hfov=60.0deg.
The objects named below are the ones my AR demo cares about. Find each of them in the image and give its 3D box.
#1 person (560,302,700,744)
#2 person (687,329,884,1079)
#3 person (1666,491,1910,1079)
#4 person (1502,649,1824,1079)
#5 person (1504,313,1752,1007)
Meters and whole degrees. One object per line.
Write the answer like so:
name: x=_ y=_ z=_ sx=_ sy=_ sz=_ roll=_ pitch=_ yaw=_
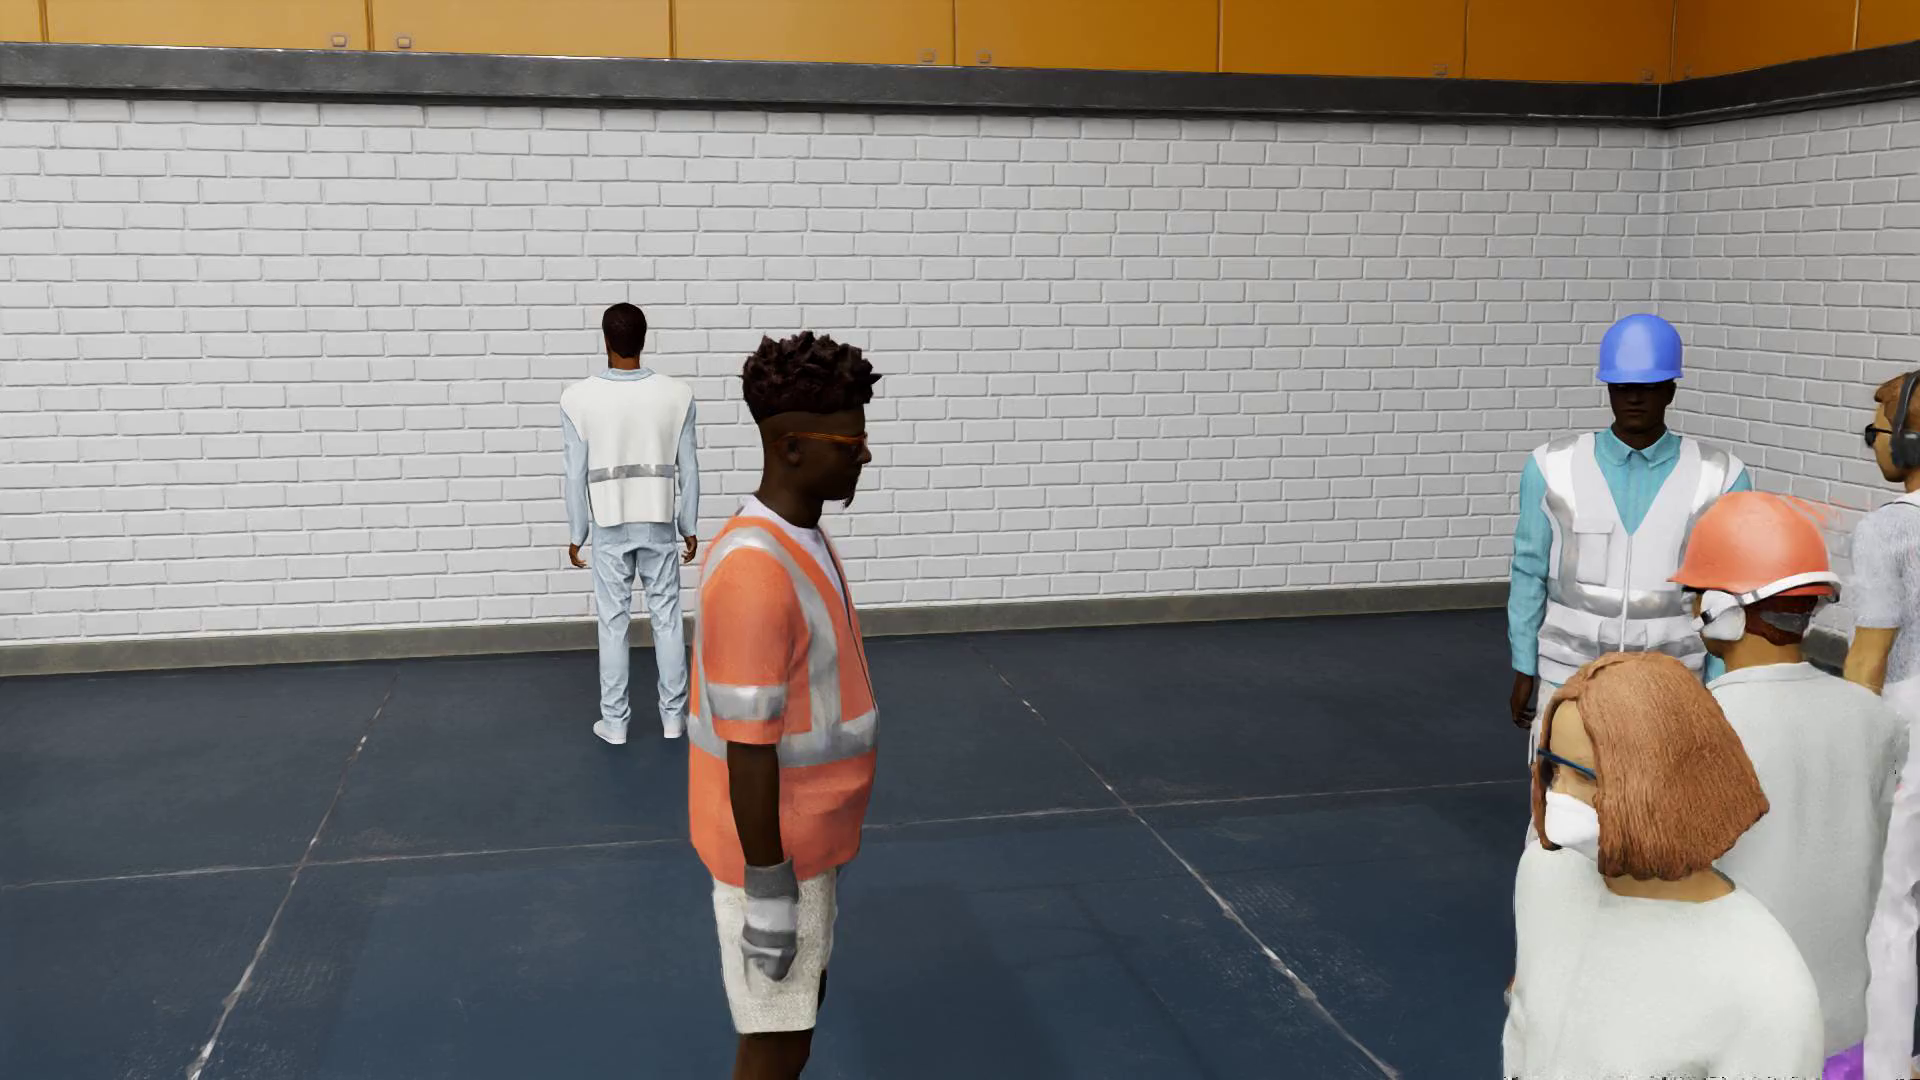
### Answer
person: x=-1.423 y=-0.065 z=7.238 sx=0.592 sy=1.922 sz=0.392 roll=-3 pitch=10 yaw=-19
person: x=-0.333 y=0.570 z=3.269 sx=0.377 sy=1.956 sz=0.613 roll=0 pitch=9 yaw=2
person: x=1.345 y=0.767 z=2.829 sx=0.588 sy=1.706 sz=0.918 roll=-3 pitch=10 yaw=-20
person: x=0.822 y=0.933 z=2.061 sx=0.291 sy=1.624 sz=0.524 roll=-3 pitch=10 yaw=-15
person: x=1.810 y=0.361 z=4.557 sx=0.605 sy=1.948 sz=0.403 roll=4 pitch=10 yaw=21
